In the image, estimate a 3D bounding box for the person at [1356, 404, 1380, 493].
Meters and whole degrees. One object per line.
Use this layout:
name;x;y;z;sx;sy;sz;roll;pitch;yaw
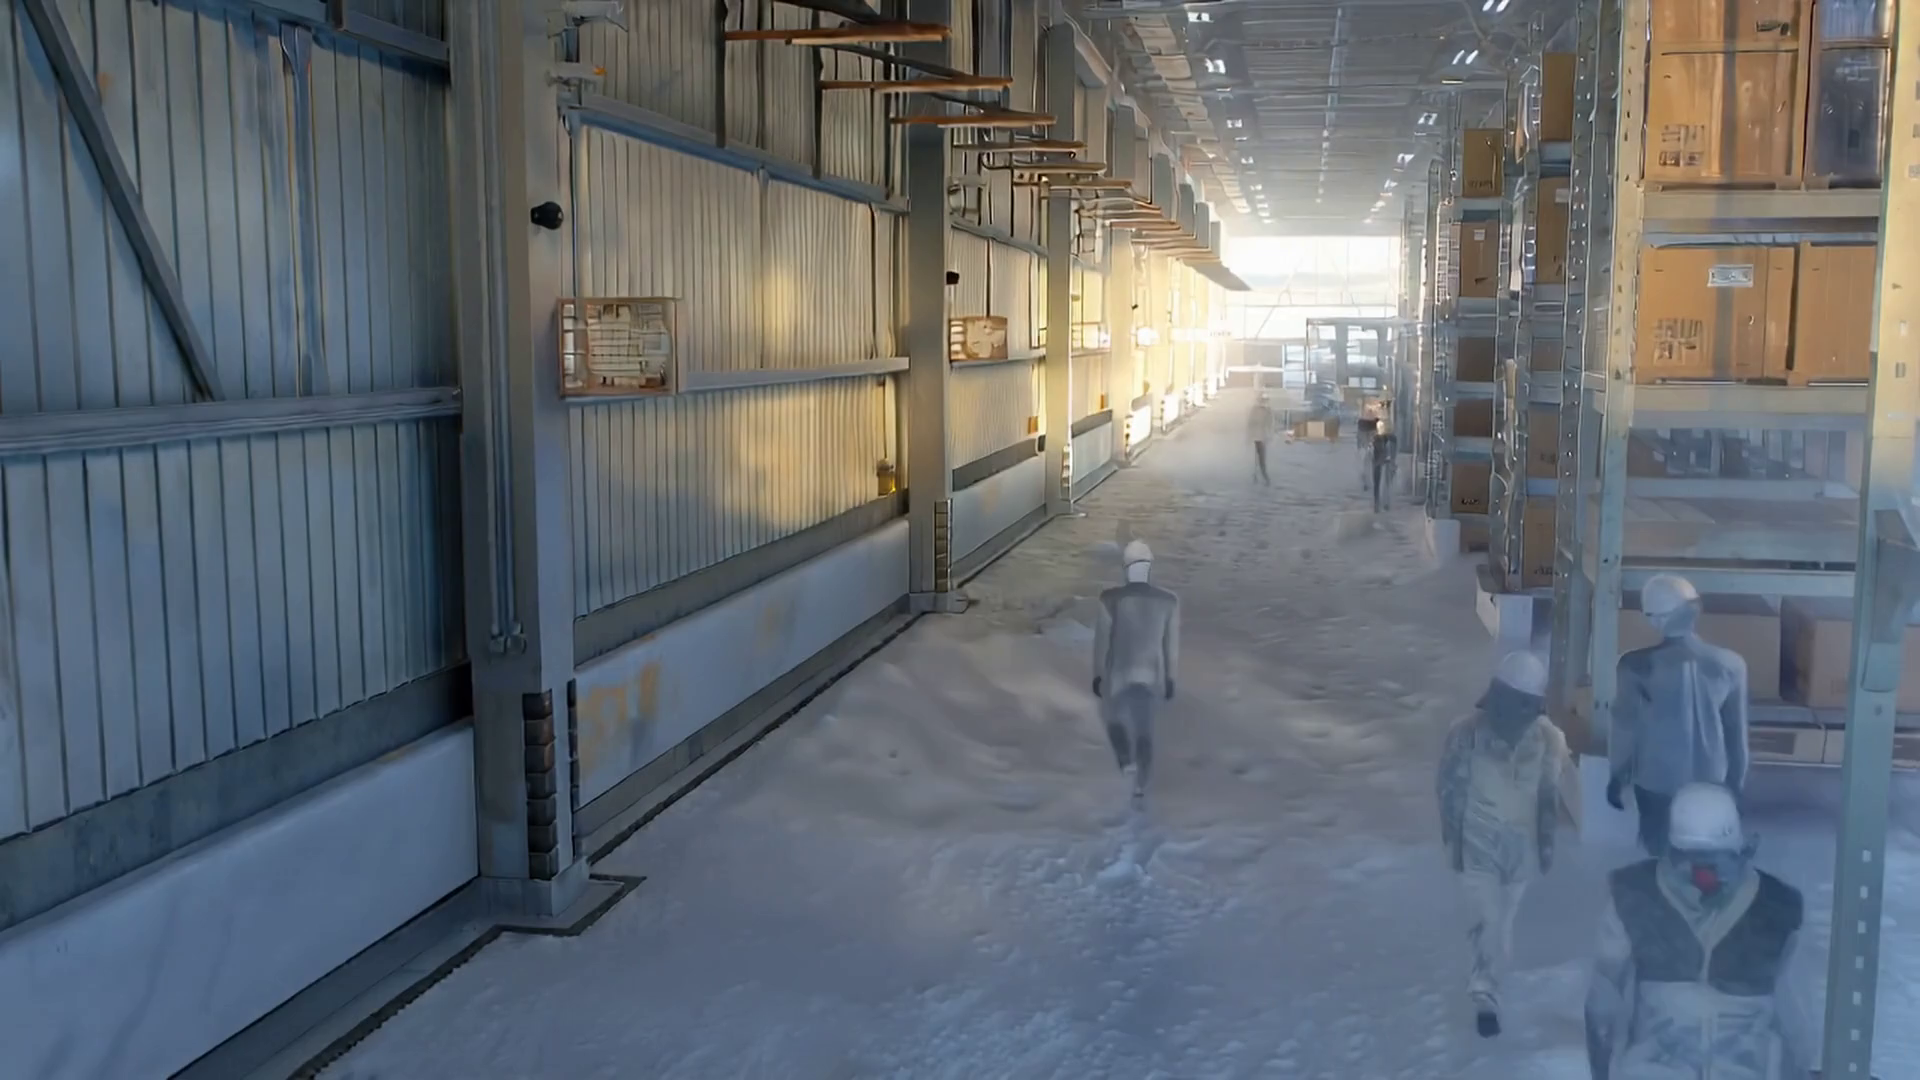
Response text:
person;7.966;-1.793;32.345;0.534;1.725;0.917;1;7;9

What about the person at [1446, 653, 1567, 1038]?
person;2.448;1.330;7.454;0.498;1.680;0.934;1;7;11

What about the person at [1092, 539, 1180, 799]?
person;1.162;0.862;11.000;0.590;1.737;0.398;-1;7;-6

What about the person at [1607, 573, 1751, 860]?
person;3.423;1.137;7.943;0.622;1.961;0.452;0;7;3

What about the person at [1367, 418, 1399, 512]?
person;7.309;-1.299;28.748;0.531;1.628;0.415;2;7;14

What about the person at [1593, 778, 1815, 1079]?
person;2.157;1.599;4.827;0.589;1.801;0.913;2;7;15

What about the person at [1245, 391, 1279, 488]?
person;6.060;-2.028;33.395;0.625;1.941;1.044;-3;8;-24

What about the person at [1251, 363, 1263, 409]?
person;12.063;-6.255;67.594;0.564;1.841;0.391;-3;8;-21
